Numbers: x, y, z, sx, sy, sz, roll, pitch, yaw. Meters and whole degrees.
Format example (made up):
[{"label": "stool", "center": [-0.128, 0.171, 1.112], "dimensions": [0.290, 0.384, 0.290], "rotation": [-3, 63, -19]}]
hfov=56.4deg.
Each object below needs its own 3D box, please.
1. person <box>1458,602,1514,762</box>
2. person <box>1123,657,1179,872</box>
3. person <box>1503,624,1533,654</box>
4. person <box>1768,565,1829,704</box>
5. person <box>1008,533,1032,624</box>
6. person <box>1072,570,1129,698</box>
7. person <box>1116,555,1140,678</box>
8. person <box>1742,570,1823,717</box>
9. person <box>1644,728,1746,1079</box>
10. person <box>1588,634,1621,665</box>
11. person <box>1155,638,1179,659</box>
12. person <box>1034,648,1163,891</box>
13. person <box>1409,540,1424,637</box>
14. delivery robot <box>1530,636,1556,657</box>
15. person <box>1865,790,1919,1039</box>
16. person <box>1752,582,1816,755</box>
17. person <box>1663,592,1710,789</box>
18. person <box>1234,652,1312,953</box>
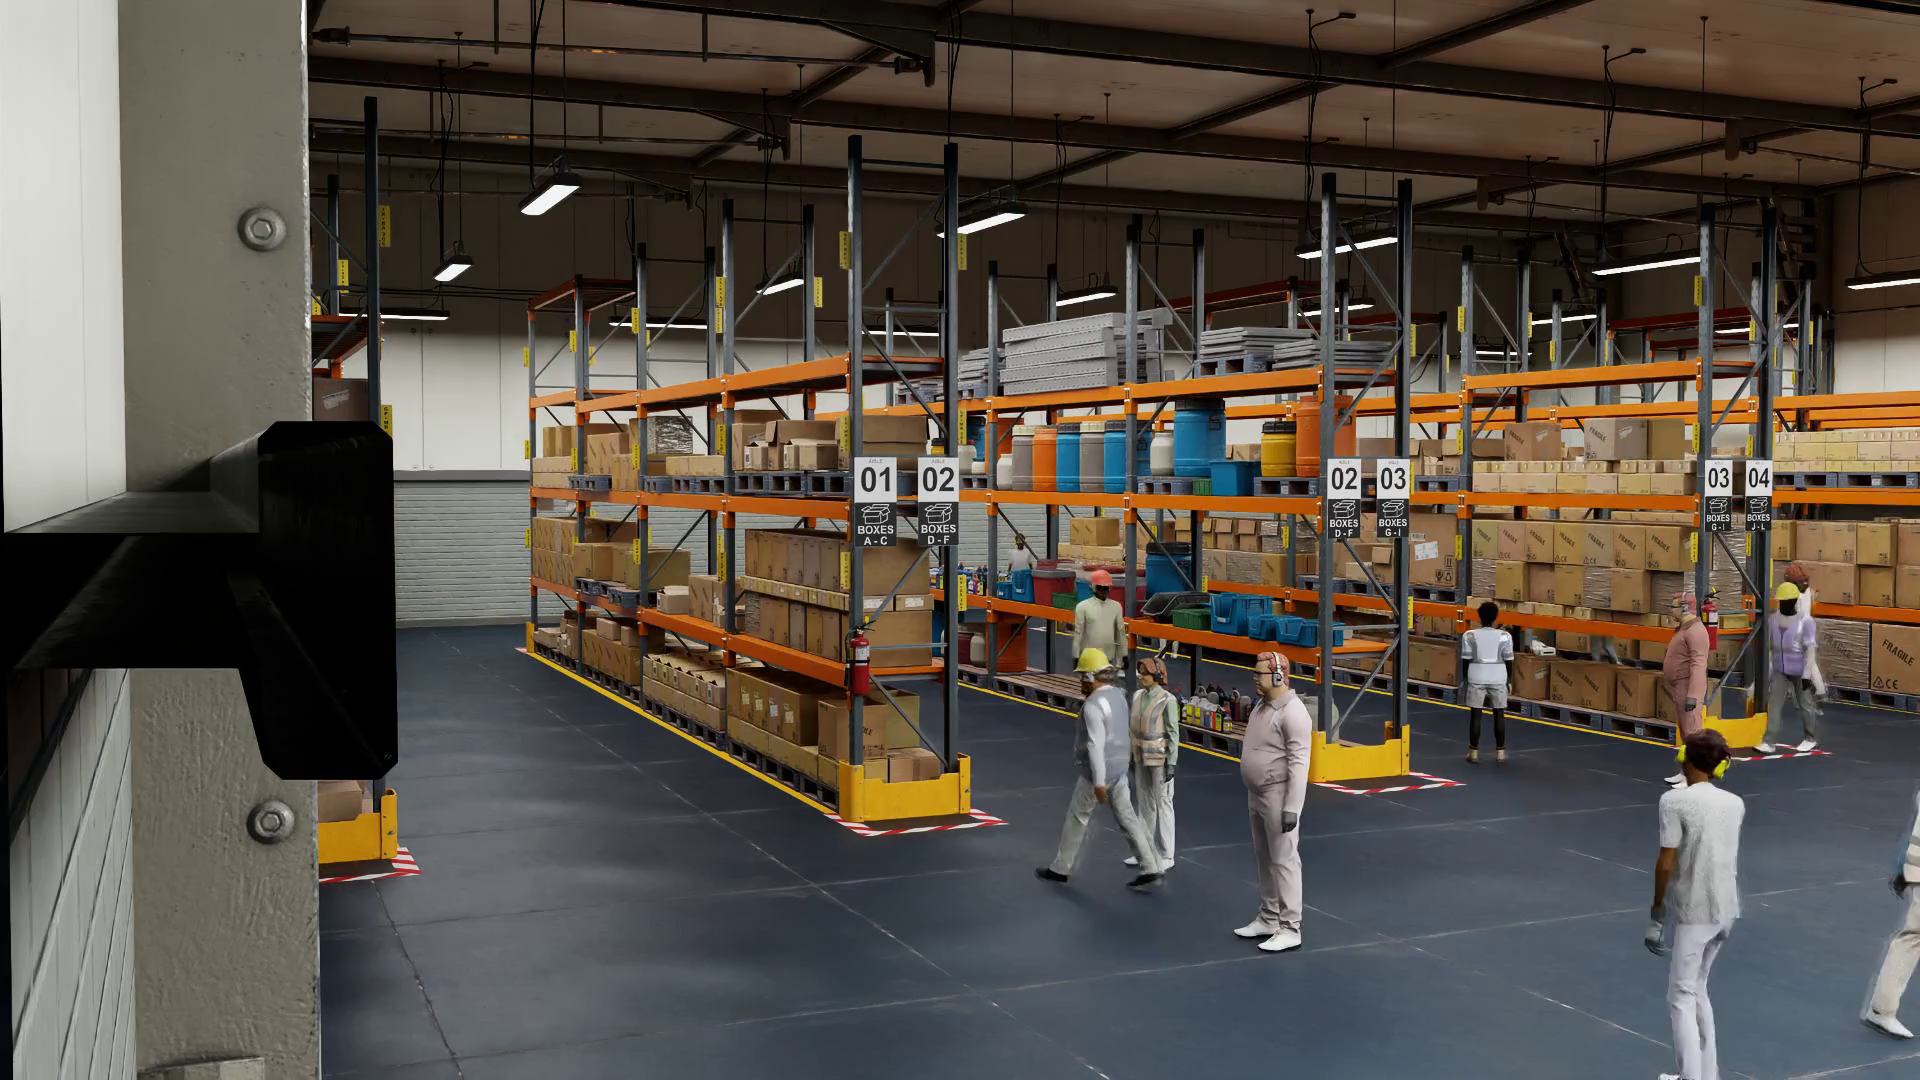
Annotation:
[{"label": "person", "center": [5.566, 1.500, 18.935], "dimensions": [0.552, 1.688, 0.337], "rotation": [1, 2, 15]}, {"label": "person", "center": [1.489, 1.720, 13.827], "dimensions": [0.307, 1.639, 0.525], "rotation": [-1, 3, -33]}, {"label": "person", "center": [7.797, 1.161, 25.207], "dimensions": [0.568, 1.883, 0.984], "rotation": [-1, 2, -26]}, {"label": "person", "center": [11.074, 1.244, 23.720], "dimensions": [0.575, 1.843, 0.978], "rotation": [-1, 2, -20]}, {"label": "person", "center": [1.174, 0.786, 35.441], "dimensions": [0.522, 1.856, 0.390], "rotation": [0, 2, 2]}, {"label": "person", "center": [1.627, 1.309, 20.723], "dimensions": [0.635, 1.944, 1.019], "rotation": [-1, 2, -28]}, {"label": "person", "center": [2.532, 1.115, 26.684], "dimensions": [0.538, 1.869, 0.313], "rotation": [-1, 2, -27]}, {"label": "person", "center": [10.414, 1.286, 22.713], "dimensions": [0.957, 1.843, 0.595], "rotation": [2, 3, 42]}, {"label": "person", "center": [3.550, 1.828, 8.620], "dimensions": [0.559, 1.832, 0.506], "rotation": [-1, 2, -26]}, {"label": "person", "center": [9.419, 1.247, 26.261], "dimensions": [0.521, 1.617, 0.504], "rotation": [-1, 2, -24]}, {"label": "person", "center": [3.382, 1.129, 29.299], "dimensions": [0.501, 1.636, 0.278], "rotation": [-1, 2, -19]}, {"label": "person", "center": [1.055, 1.684, 13.159], "dimensions": [0.968, 1.779, 0.575], "rotation": [1, 3, 33]}, {"label": "person", "center": [7.659, 0.953, 30.409], "dimensions": [0.653, 1.907, 0.408], "rotation": [1, 2, 17]}, {"label": "delivery robot", "center": [8.748, 1.713, 27.305], "dimensions": [0.477, 0.478, 0.707], "rotation": [-1, 2, -20]}, {"label": "person", "center": [5.394, 1.904, 9.833], "dimensions": [0.904, 1.575, 0.583], "rotation": [0, 2, 3]}, {"label": "person", "center": [9.003, 1.394, 19.431], "dimensions": [1.018, 1.868, 0.601], "rotation": [-1, 3, -31]}, {"label": "person", "center": [7.019, 1.455, 17.343], "dimensions": [0.401, 1.904, 0.646], "rotation": [1, 2, 14]}, {"label": "person", "center": [2.014, 1.674, 11.599], "dimensions": [0.409, 1.907, 0.651], "rotation": [-1, 2, -14]}]
